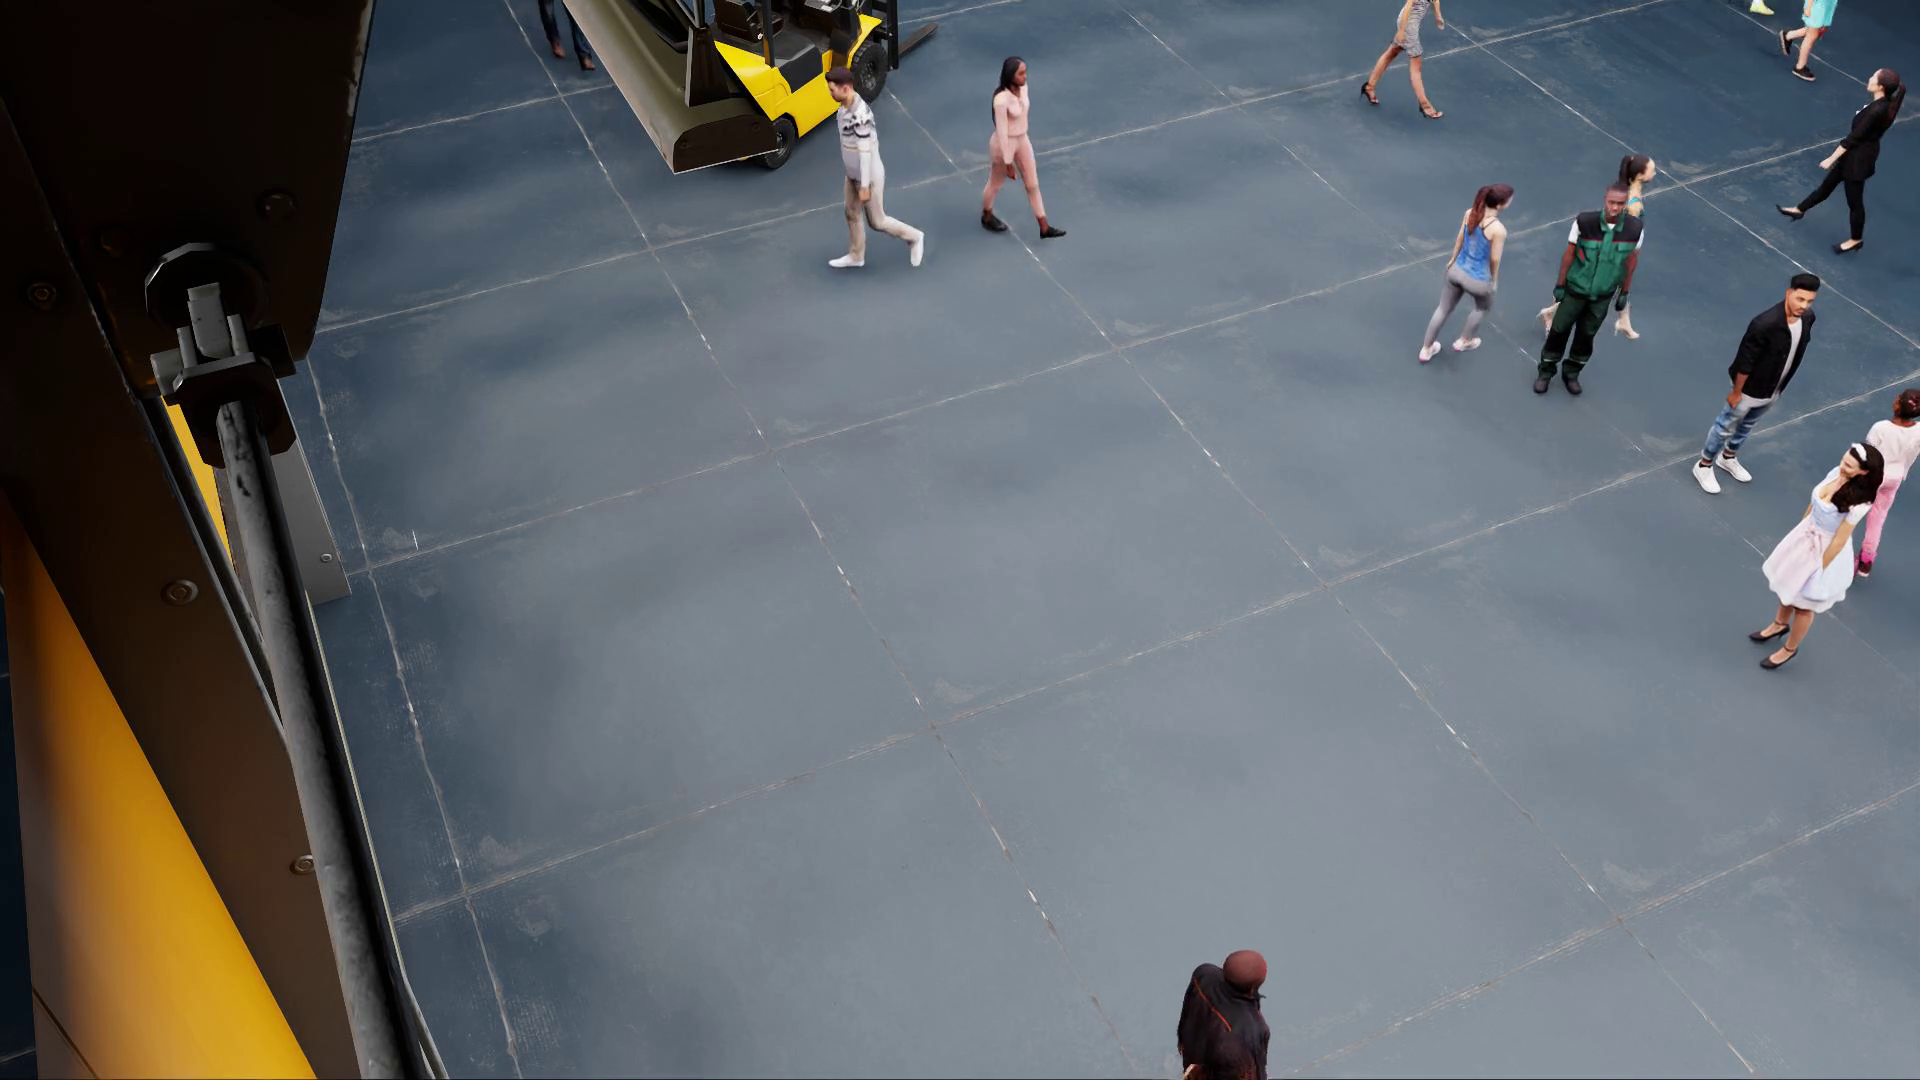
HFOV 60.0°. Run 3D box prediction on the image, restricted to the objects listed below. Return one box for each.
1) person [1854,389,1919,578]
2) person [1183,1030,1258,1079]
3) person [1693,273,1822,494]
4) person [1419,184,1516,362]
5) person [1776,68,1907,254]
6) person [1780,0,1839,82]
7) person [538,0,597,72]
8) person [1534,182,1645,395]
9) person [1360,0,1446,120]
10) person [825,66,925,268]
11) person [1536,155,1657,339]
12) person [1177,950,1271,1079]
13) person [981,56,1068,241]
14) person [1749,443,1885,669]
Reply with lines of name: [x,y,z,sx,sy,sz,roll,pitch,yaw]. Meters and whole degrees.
person: [6.270,-0.395,11.303,0.911,1.422,1.073,6,44,6]
person: [1.202,2.895,7.702,0.751,1.628,0.823,33,53,30]
person: [5.675,-1.158,11.824,0.688,1.809,0.590,-16,46,-17]
person: [3.941,-2.016,12.891,0.712,1.580,0.747,-30,51,-27]
person: [7.656,-3.144,14.046,1.137,1.620,0.890,31,52,28]
person: [8.464,-5.350,16.415,0.539,1.546,0.816,-17,46,-17]
person: [-4.076,-5.599,16.455,0.774,1.851,1.209,-20,47,-20]
person: [4.775,-1.921,12.604,0.813,1.838,0.836,4,44,4]
person: [4.171,-4.880,15.753,1.167,1.780,1.014,21,47,21]
person: [-0.713,-3.065,13.820,0.917,1.817,1.020,-16,46,-16]
person: [5.069,-2.252,13.091,1.032,1.646,1.047,9,44,9]
person: [1.146,2.554,7.925,0.781,1.813,0.660,-15,46,-15]
person: [0.346,-3.340,14.205,1.176,1.684,0.986,25,49,24]
person: [5.410,0.093,10.510,0.897,1.811,0.813,1,44,1]
